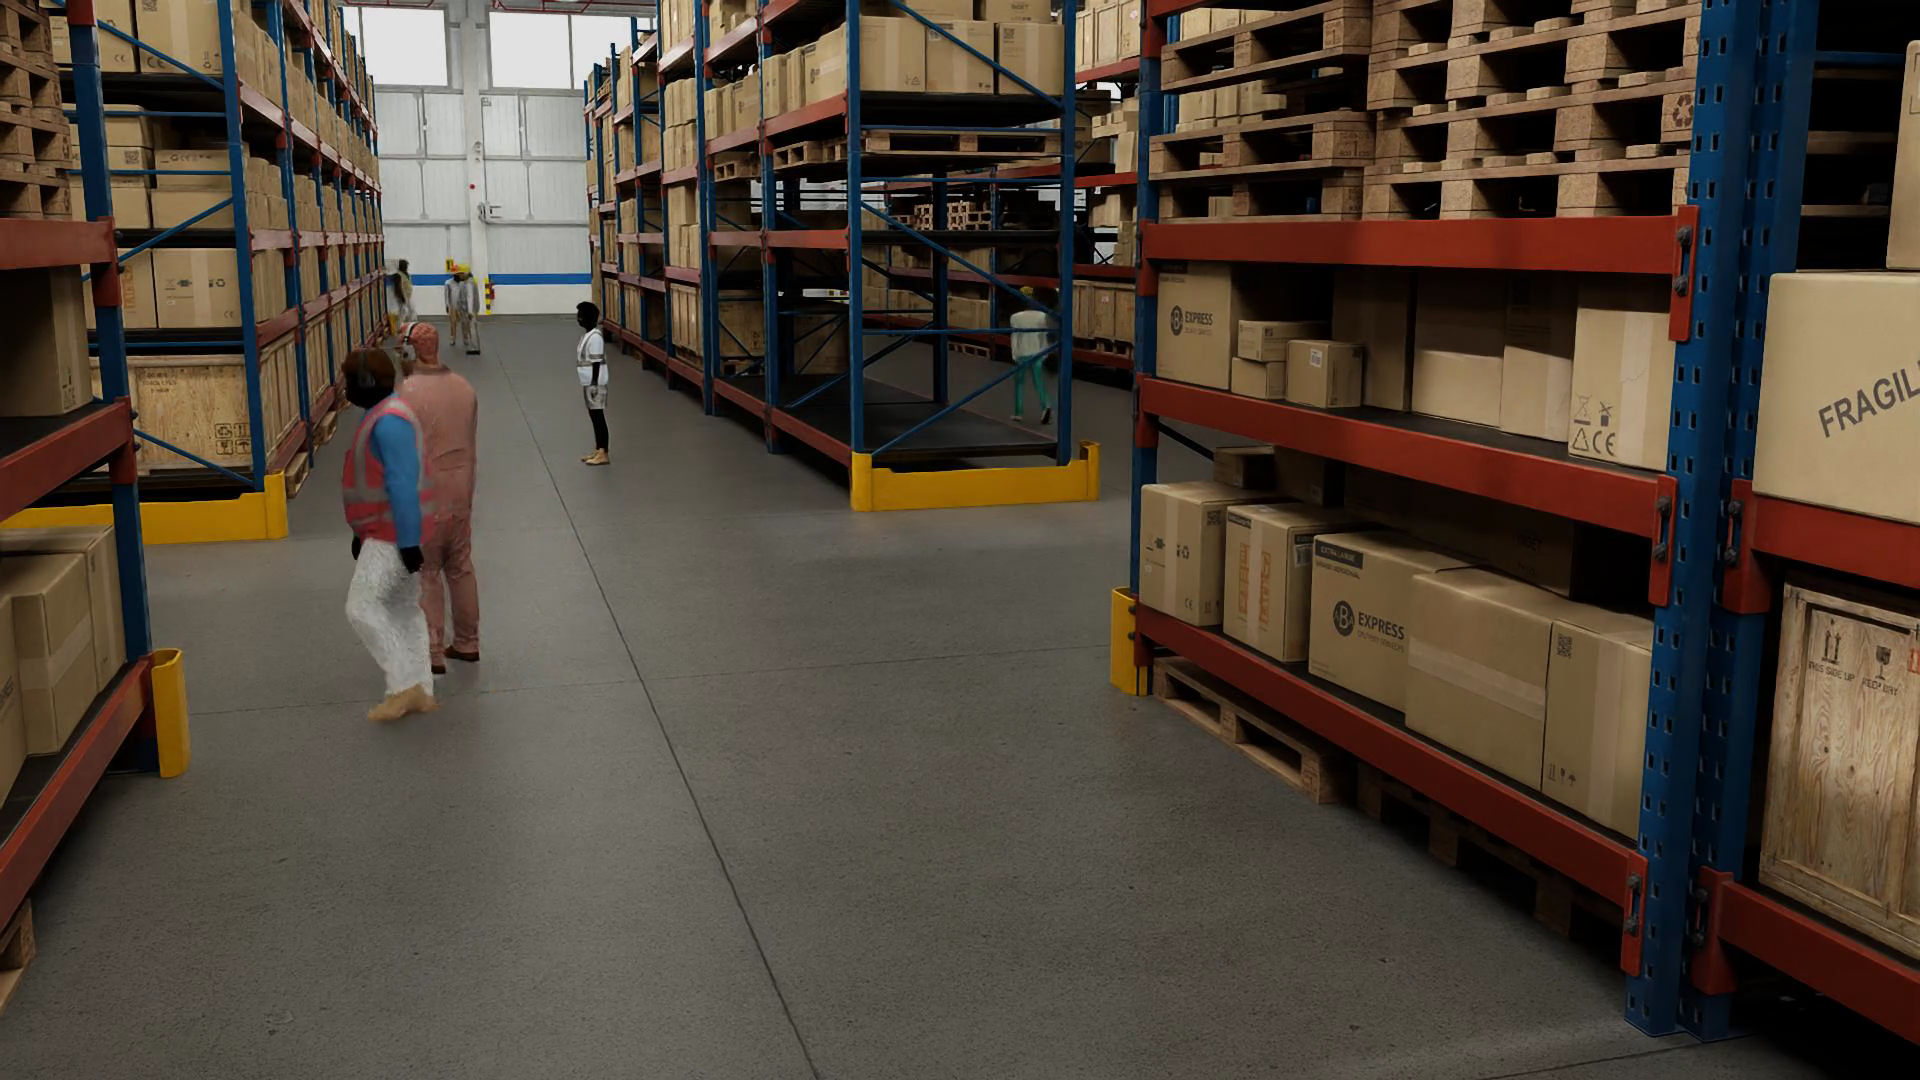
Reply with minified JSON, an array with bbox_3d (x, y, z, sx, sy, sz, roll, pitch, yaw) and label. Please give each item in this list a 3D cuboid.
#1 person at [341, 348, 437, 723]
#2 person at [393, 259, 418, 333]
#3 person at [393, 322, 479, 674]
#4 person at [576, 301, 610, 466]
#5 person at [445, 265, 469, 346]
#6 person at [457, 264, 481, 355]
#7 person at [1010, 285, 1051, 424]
[{"bbox_3d":[-2.801,-0.019,8.103,0.483,1.820,0.647,-4,11,-19],"label":"person"},{"bbox_3d":[-13.477,-5.936,40.589,0.739,1.800,0.708,2,11,11],"label":"person"},{"bbox_3d":[-2.879,-0.229,9.028,0.398,1.899,0.647,4,11,20],"label":"person"},{"bbox_3d":[-3.805,-1.620,17.221,0.316,1.691,0.534,-4,11,-21],"label":"person"},{"bbox_3d":[-10.869,-5.088,36.059,0.563,1.748,0.340,-3,11,-18],"label":"person"},{"bbox_3d":[-9.794,-4.599,33.202,0.413,1.820,0.611,-2,11,-13],"label":"person"},{"bbox_3d":[0.897,-2.339,21.017,0.537,1.743,0.793,-5,11,-23],"label":"person"}]
